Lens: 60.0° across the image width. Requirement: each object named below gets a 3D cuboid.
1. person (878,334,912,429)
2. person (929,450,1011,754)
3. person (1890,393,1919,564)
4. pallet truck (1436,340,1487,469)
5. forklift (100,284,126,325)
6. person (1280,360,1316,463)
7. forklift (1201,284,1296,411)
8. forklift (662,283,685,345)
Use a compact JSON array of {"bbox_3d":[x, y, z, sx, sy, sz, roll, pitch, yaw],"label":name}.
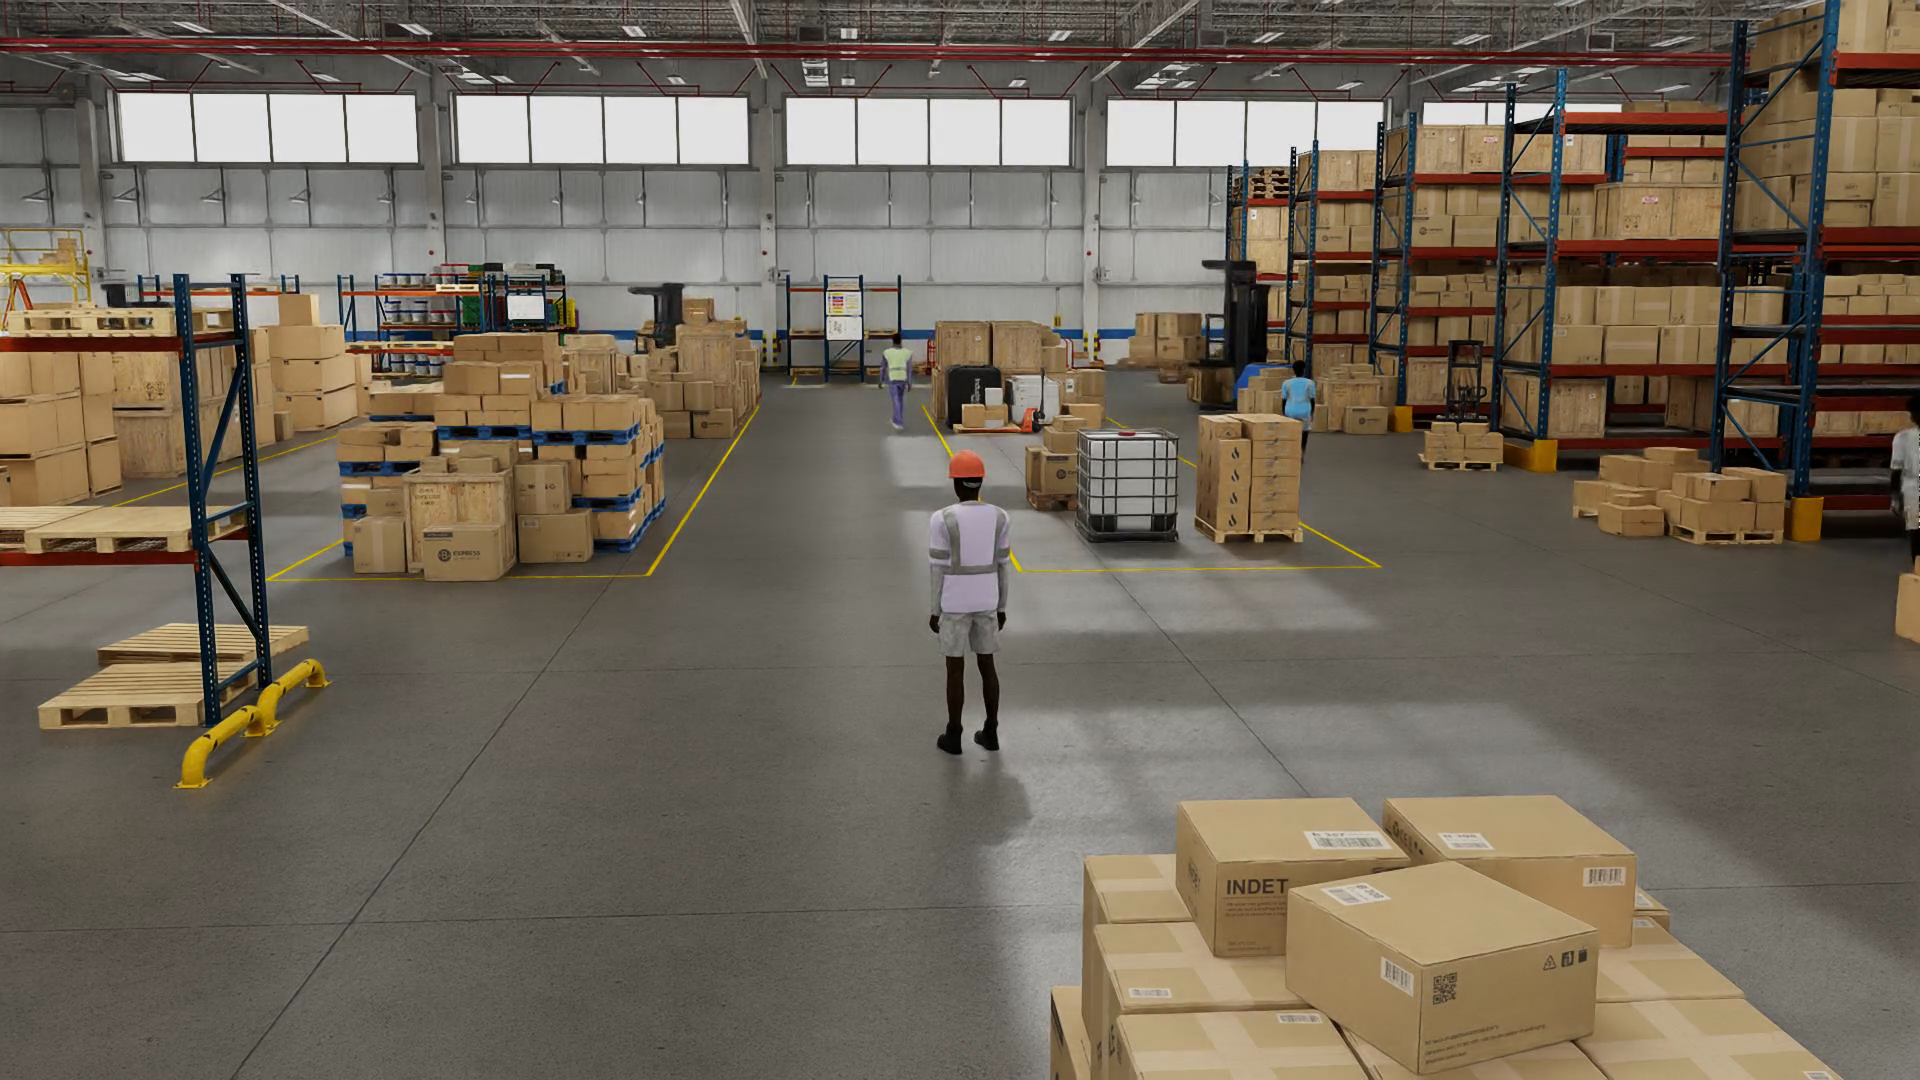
[{"bbox_3d":[-1.272,-3.146,32.959,0.609,1.864,0.988,-3,10,-21],"label":"person"},{"bbox_3d":[0.051,0.393,10.573,0.539,1.929,0.405,-4,10,-24],"label":"person"},{"bbox_3d":[9.045,-0.413,15.571,0.638,1.934,0.431,5,11,31],"label":"person"},{"bbox_3d":[8.004,-2.170,26.422,0.823,1.965,1.885,2,9,14],"label":"pallet truck"},{"bbox_3d":[-18.721,-4.295,37.000,1.873,2.768,1.129,-6,11,-32],"label":"forklift"},{"bbox_3d":[5.374,-2.025,26.470,0.557,1.676,0.526,2,9,12],"label":"person"},{"bbox_3d":[6.410,-4.205,36.433,1.873,2.768,1.129,7,12,39],"label":"forklift"},{"bbox_3d":[-7.145,-5.031,41.617,1.873,2.768,1.129,-4,10,-23],"label":"forklift"}]
